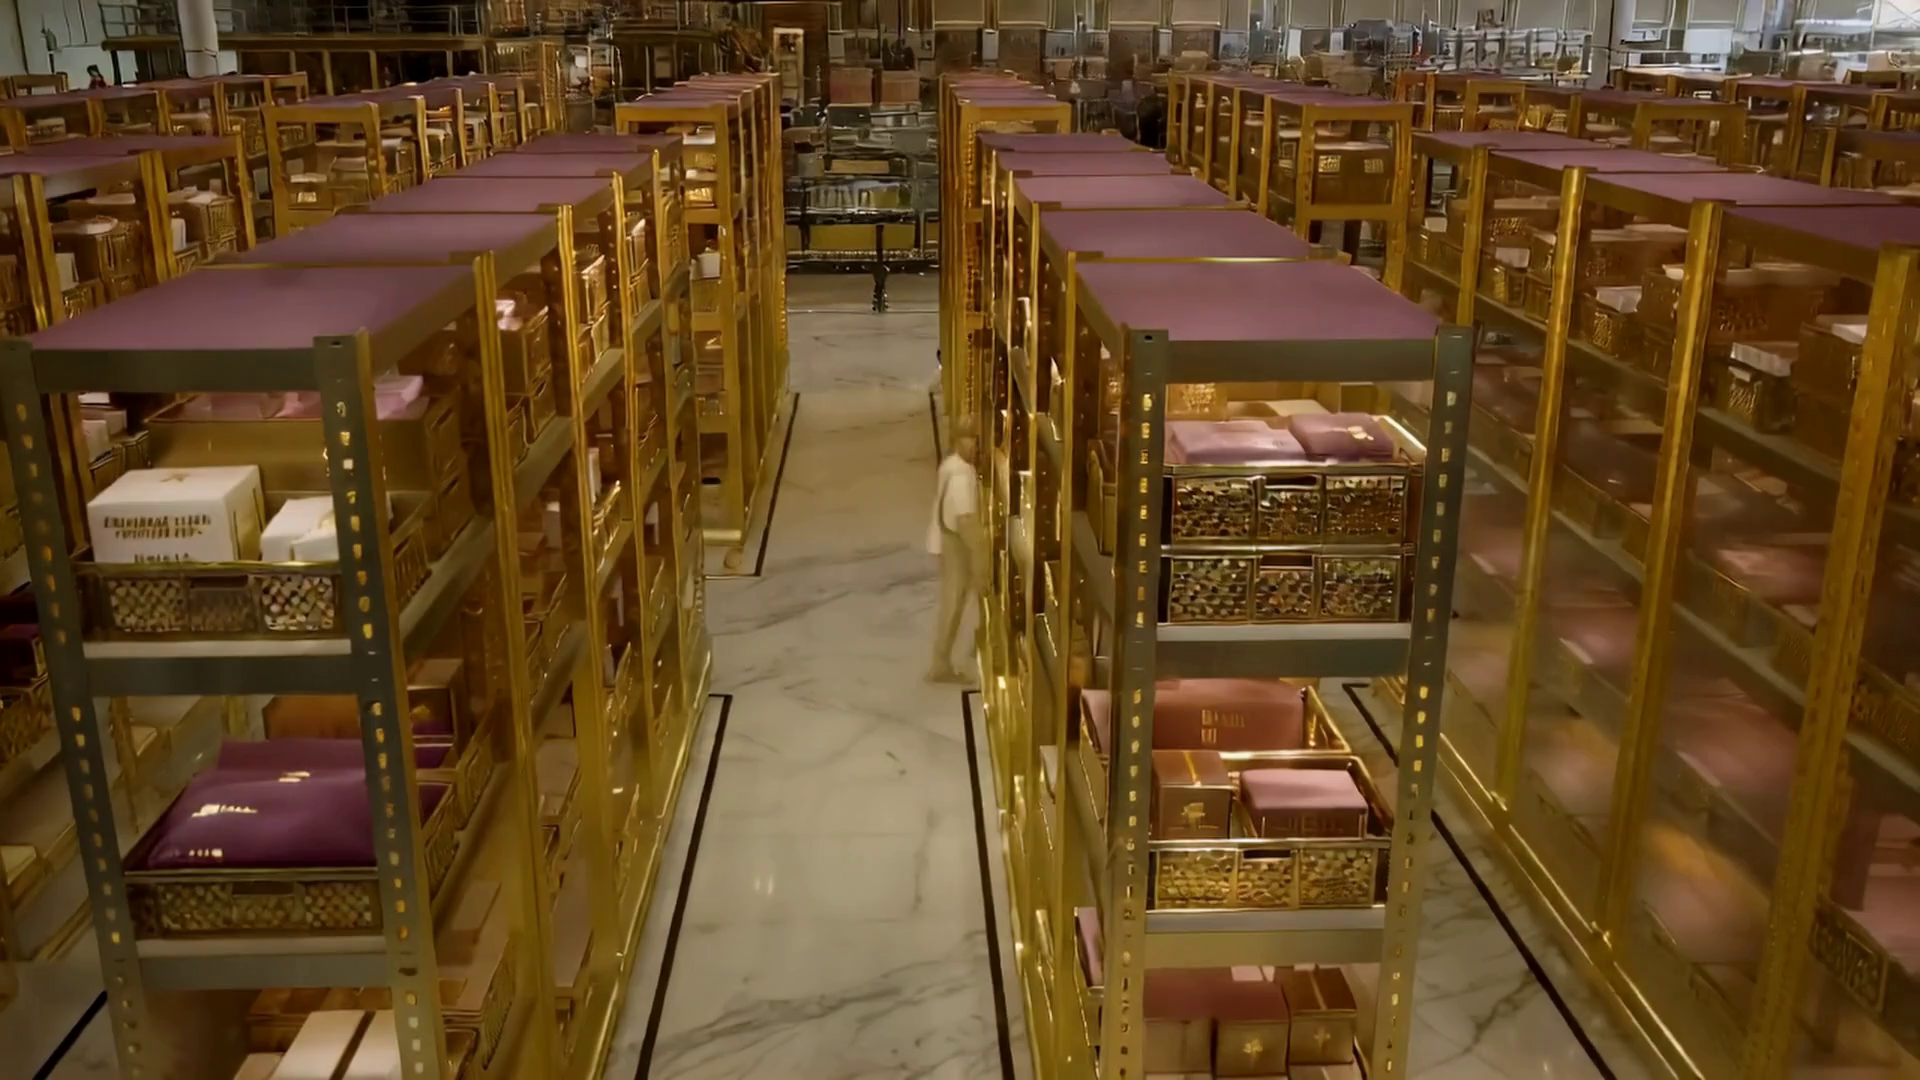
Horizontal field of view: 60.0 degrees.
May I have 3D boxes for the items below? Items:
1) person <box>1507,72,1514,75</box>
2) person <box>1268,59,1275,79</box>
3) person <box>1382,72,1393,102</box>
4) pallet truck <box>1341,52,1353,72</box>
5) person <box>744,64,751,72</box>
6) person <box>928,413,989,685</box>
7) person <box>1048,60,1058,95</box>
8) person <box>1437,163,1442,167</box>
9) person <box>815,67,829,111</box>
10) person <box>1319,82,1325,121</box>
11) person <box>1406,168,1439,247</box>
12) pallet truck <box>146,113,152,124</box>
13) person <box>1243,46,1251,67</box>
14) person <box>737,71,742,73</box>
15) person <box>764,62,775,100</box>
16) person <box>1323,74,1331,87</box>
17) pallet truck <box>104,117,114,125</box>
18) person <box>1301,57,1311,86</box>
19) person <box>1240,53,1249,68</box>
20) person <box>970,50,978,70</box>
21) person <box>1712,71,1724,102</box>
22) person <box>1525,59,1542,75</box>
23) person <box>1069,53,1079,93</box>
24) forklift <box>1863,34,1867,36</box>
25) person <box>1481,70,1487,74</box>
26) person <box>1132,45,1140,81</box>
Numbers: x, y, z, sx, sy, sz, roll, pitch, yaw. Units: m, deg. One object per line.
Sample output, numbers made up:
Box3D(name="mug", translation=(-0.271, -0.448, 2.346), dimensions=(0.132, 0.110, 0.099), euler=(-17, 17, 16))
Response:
Box3D(name="person", translation=(19.729, -15.944, 60.133), dimensions=(0.549, 1.925, 0.570), euler=(0, 18, 0))
Box3D(name="person", translation=(15.068, -22.390, 80.459), dimensions=(0.321, 1.693, 0.534), euler=(14, 22, 36))
Box3D(name="person", translation=(15.712, -16.237, 61.135), dimensions=(0.310, 1.864, 0.532), euler=(-7, 19, -21))
Box3D(name="pallet truck", translation=(18.794, -23.123, 82.231), dimensions=(0.823, 1.965, 1.885), euler=(-13, 22, -35))
Box3D(name="person", translation=(-10.773, -23.673, 84.341), dimensions=(0.486, 1.744, 0.294), euler=(14, 23, 37))
Box3D(name="person", translation=(0.099, 0.079, 10.714), dimensions=(0.660, 1.823, 0.573), euler=(2, 18, 7))
Box3D(name="person", translation=(4.179, -20.528, 74.430), dimensions=(0.601, 1.850, 0.564), euler=(-10, 20, -28))
Box3D(name="person", translation=(12.795, -10.548, 43.903), dimensions=(0.287, 1.631, 0.501), euler=(3, 18, 10))
Box3D(name="person", translation=(-5.704, -18.378, 67.848), dimensions=(0.807, 1.821, 0.510), euler=(-11, 21, -32))
Box3D(name="person", translation=(11.873, -14.158, 54.807), dimensions=(0.601, 1.808, 0.722), euler=(2, 18, 6))
Box3D(name="person", translation=(7.554, -5.247, 27.336), dimensions=(0.828, 1.735, 0.531), euler=(-3, 18, -9))
Box3D(name="pallet truck", translation=(-18.087, -8.309, 36.390), dimensions=(1.885, 1.965, 0.823), euler=(-1, 18, -4))
Box3D(name="person", translation=(16.434, -27.251, 95.134), dimensions=(0.385, 1.917, 0.584), euler=(-9, 20, -26))
Box3D(name="person", translation=(-8.567, -17.349, 64.737), dimensions=(0.527, 1.768, 0.313), euler=(10, 21, 29))
Box3D(name="person", translation=(-7.842, -18.833, 69.006), dimensions=(0.613, 1.962, 0.362), euler=(-4, 18, -13))
Box3D(name="person", translation=(12.748, -15.408, 58.485), dimensions=(0.622, 1.921, 0.550), euler=(3, 18, 8))
Box3D(name="pallet truck", translation=(-18.367, -7.885, 35.078), dimensions=(1.885, 1.965, 0.823), euler=(1, 18, 2))
Box3D(name="person", translation=(16.181, -21.691, 77.961), dimensions=(0.991, 1.904, 0.628), euler=(0, 18, 1))
Box3D(name="person", translation=(14.845, -24.285, 86.129), dimensions=(0.866, 1.807, 0.651), euler=(11, 21, 32))
Box3D(name="person", translation=(0.738, -26.111, 91.762), dimensions=(0.453, 1.829, 0.628), euler=(6, 19, 17))
Box3D(name="person", translation=(28.457, -16.588, 62.230), dimensions=(0.579, 1.868, 0.606), euler=(10, 20, 28))
Box3D(name="person", translation=(24.058, -19.144, 69.851), dimensions=(0.688, 2.000, 0.535), euler=(5, 19, 15))
Box3D(name="person", translation=(5.697, -23.154, 82.452), dimensions=(0.547, 1.924, 0.628), euler=(-14, 22, -36))
Box3D(name="forklift", translation=(46.742, -24.865, 86.208), dimensions=(1.873, 2.768, 1.129), euler=(10, 20, 27))
Box3D(name="person", translation=(19.516, -16.592, 62.227), dimensions=(0.965, 1.875, 0.615), euler=(12, 21, 32))
Box3D(name="person", translation=(10.039, -27.242, 95.011), dimensions=(0.393, 1.978, 0.695), euler=(-4, 18, -12))
